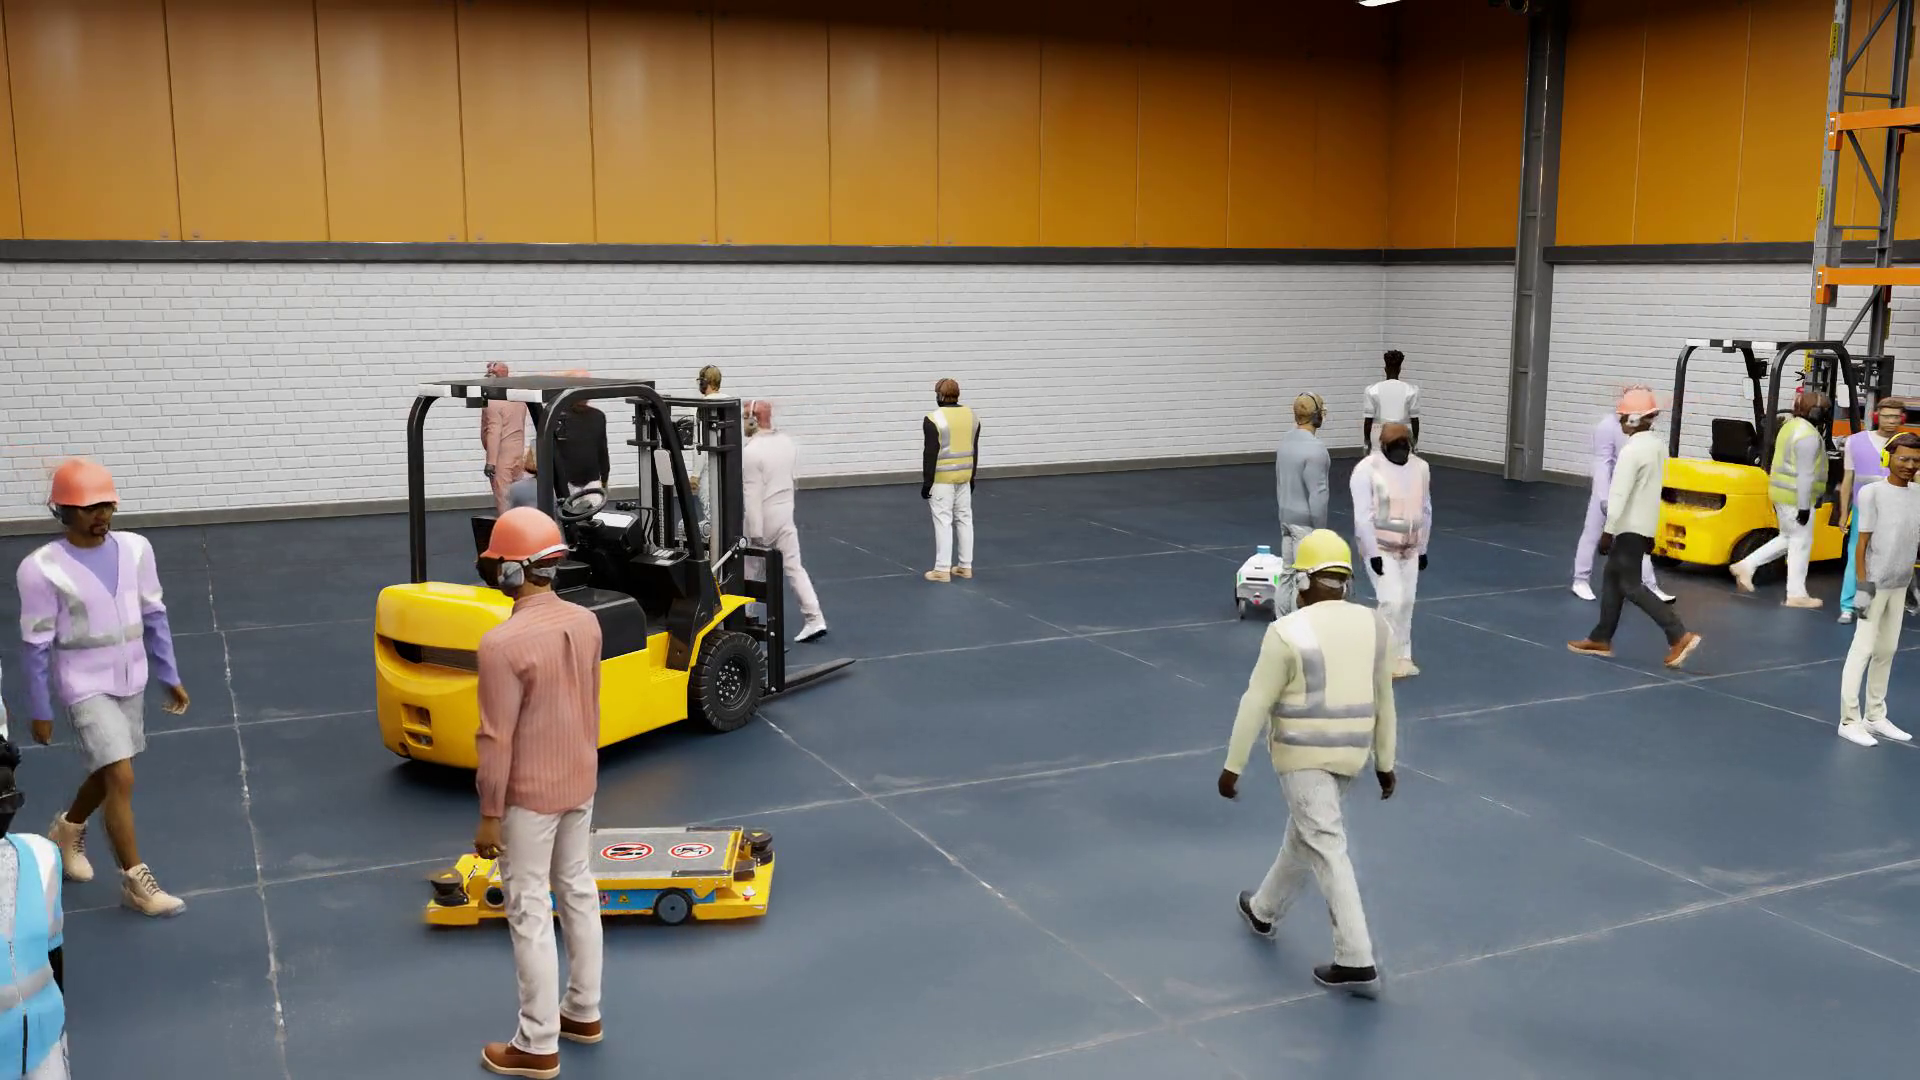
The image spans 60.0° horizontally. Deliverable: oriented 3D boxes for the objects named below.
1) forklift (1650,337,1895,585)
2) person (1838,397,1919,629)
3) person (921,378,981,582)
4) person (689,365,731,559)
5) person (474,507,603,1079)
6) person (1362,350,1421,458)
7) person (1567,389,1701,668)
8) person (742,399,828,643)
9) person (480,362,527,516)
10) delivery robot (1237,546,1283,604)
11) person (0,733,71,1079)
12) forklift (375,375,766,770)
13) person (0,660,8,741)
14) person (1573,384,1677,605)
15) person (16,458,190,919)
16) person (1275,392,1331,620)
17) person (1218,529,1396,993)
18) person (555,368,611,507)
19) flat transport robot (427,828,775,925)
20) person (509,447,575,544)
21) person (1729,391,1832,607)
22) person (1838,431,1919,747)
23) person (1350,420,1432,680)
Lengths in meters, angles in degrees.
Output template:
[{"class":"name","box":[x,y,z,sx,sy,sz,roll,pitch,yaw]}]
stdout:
[{"class":"forklift","box":[7.551,-0.789,15.507,2.313,2.155,1.214,-4,10,-25]},{"class":"person","box":[7.241,-0.214,13.084,0.574,1.831,0.408,4,10,25]},{"class":"person","box":[-0.109,-0.545,15.084,0.626,1.843,0.430,-8,12,-40]},{"class":"person","box":[-2.287,-0.657,15.474,0.370,1.940,0.627,5,11,31]},{"class":"person","box":[-1.483,0.872,5.851,0.395,1.990,0.618,4,10,22]},{"class":"person","box":[4.643,-1.066,17.929,0.606,1.966,0.367,2,9,10]},{"class":"person","box":[4.849,-0.085,11.835,0.899,1.970,0.608,7,11,36]},{"class":"person","box":[-1.420,-0.143,12.564,1.003,1.855,0.655,6,11,32]},{"class":"person","box":[-4.593,-0.833,16.677,0.402,1.904,0.652,2,9,14]},{"class":"delivery robot","box":[2.477,0.290,13.590,0.477,0.478,0.707,3,10,18]},{"class":"person","box":[-2.479,1.288,4.165,0.471,1.684,0.542,4,10,21]},{"class":"forklift","box":[-2.268,0.149,9.685,1.214,2.155,2.313,6,11,32]},{"class":"person","box":[-3.374,0.920,5.399,0.619,2.038,0.406,4,10,23]},{"class":"person","box":[5.563,-0.364,13.913,0.691,1.850,1.004,-4,10,-23]},{"class":"person","box":[-3.828,0.624,7.347,0.970,2.008,0.608,4,10,23]},{"class":"person","box":[2.493,-0.101,12.023,0.366,1.940,0.635,-2,9,-14]},{"class":"person","box":[1.394,0.854,6.642,0.694,1.770,0.952,-5,10,-28]},{"class":"person","box":[-3.443,-0.556,14.782,0.647,1.964,0.754,-9,13,-43]},{"class":"flat transport robot","box":[-1.561,1.478,7.387,1.431,0.197,0.652,0,9,-3]},{"class":"person","box":[-2.985,0.097,11.833,0.503,1.603,0.761,2,9,15]},{"class":"person","box":[6.892,-0.342,13.896,0.626,1.820,0.647,2,9,12]},{"class":"person","box":[5.516,0.285,9.874,0.521,1.864,0.335,-4,10,-21]},{"class":"person","box":[2.964,0.071,11.391,0.642,1.806,0.460,-4,10,-25]}]
